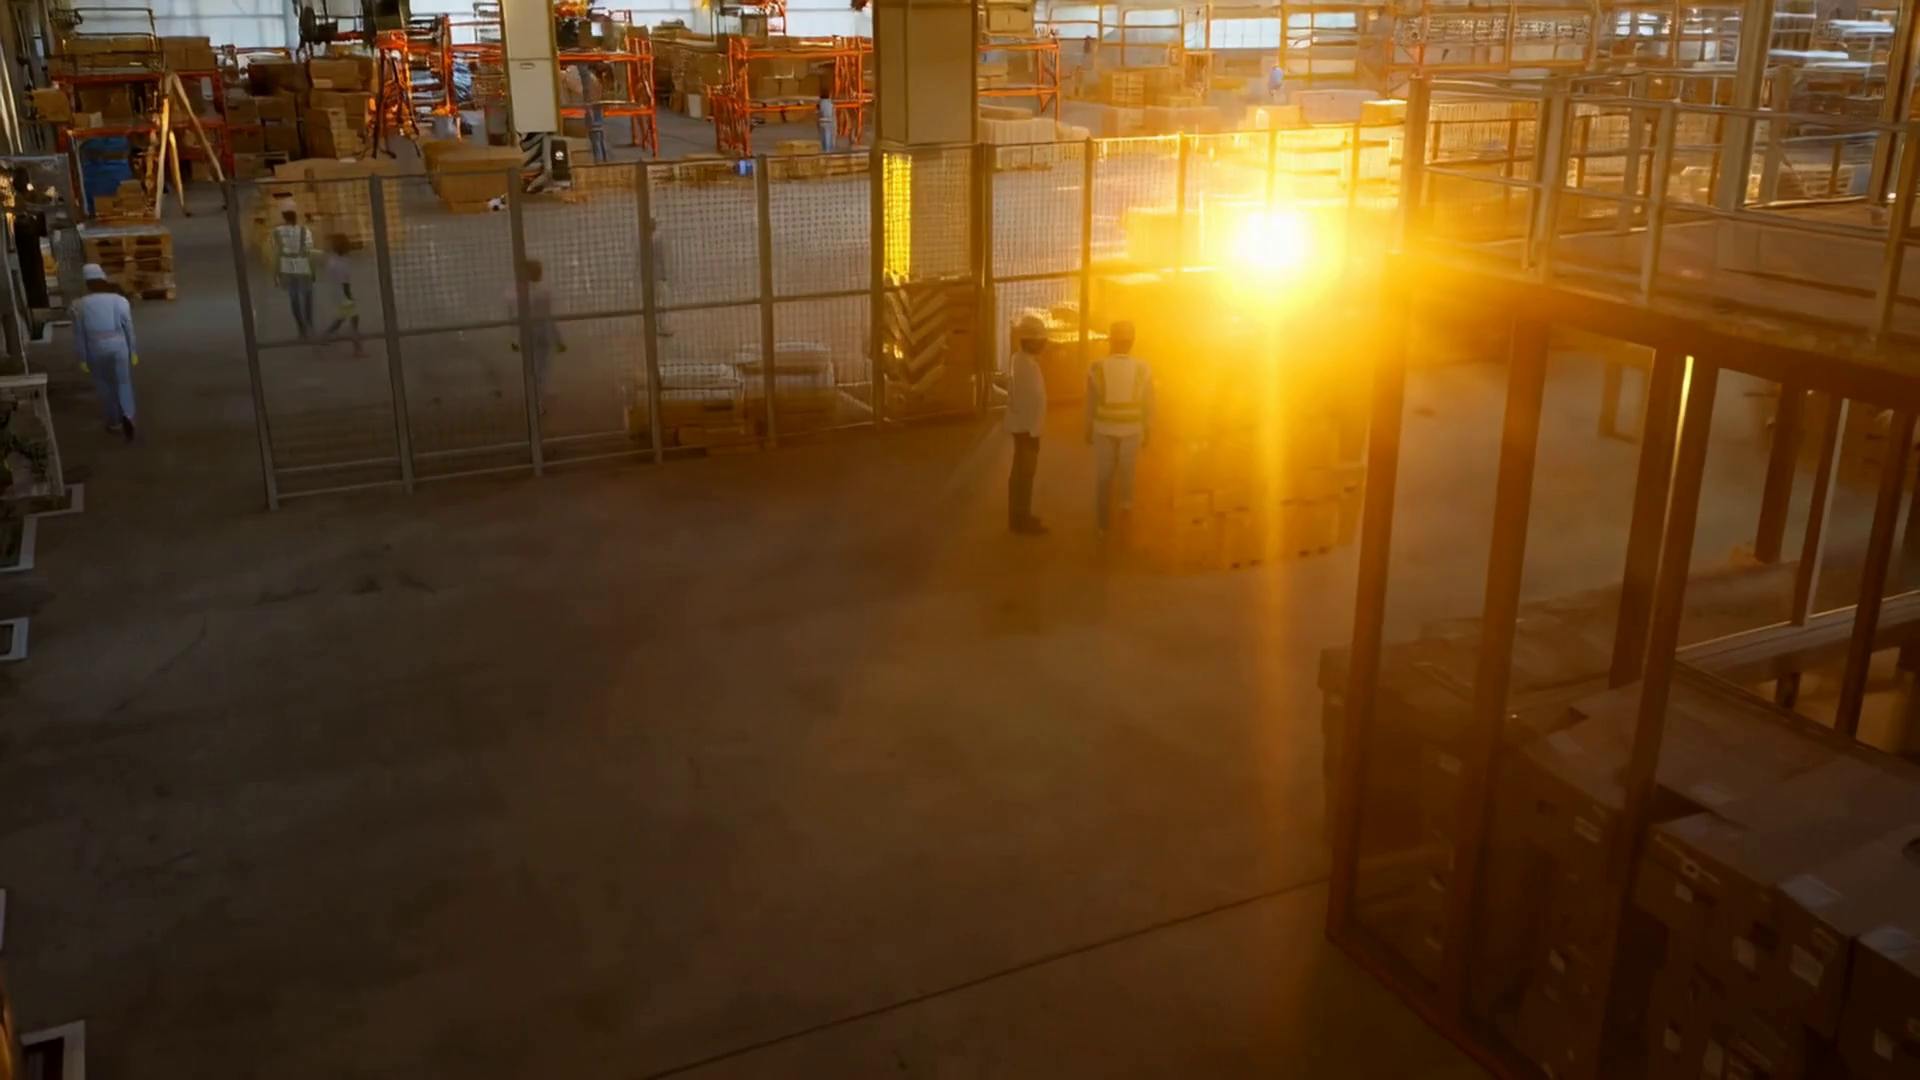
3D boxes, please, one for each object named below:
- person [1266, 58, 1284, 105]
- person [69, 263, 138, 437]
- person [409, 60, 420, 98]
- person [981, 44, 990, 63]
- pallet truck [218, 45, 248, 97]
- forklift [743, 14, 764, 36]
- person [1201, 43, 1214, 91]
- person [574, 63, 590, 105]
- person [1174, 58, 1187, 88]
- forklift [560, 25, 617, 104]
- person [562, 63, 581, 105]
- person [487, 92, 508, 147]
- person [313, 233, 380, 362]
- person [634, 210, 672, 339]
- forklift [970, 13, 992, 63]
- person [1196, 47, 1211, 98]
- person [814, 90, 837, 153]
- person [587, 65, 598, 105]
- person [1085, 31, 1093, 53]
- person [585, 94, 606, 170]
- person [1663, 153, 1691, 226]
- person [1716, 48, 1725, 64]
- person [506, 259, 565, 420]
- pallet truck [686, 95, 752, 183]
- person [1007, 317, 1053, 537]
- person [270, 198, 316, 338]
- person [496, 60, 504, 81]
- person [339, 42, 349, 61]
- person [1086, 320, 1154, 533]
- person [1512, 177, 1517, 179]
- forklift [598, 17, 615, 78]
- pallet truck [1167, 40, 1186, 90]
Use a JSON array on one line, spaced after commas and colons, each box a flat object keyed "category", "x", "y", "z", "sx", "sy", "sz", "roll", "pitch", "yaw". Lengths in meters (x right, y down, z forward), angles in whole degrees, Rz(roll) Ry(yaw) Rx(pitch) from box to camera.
[{"category": "person", "x": 10.906, "y": -15.738, "z": 57.764, "sx": 0.583, "sy": 1.899, "sz": 0.806, "roll": 14, "pitch": 24, "yaw": 36}, {"category": "person", "x": -9.285, "y": -2.059, "z": 18.104, "sx": 0.597, "sy": 1.905, "sz": 0.791, "roll": -11, "pitch": 22, "yaw": -28}, {"category": "person", "x": -20.225, "y": -16.884, "z": 61.493, "sx": 0.526, "sy": 1.636, "sz": 0.309, "roll": -6, "pitch": 20, "yaw": -17}, {"category": "person", "x": 0.982, "y": -19.823, "z": 69.665, "sx": 1.007, "sy": 1.868, "sz": 0.600, "roll": 10, "pitch": 22, "yaw": 28}, {"category": "pallet truck", "x": -28.879, "y": -18.665, "z": 66.111, "sx": 0.823, "sy": 1.965, "sz": 1.885, "roll": -3, "pitch": 19, "yaw": -9}, {"category": "forklift", "x": -9.687, "y": -23.327, "z": 78.290, "sx": 1.129, "sy": 2.768, "sz": 1.873, "roll": -9, "pitch": 21, "yaw": -25}, {"category": "person", "x": 10.229, "y": -19.532, "z": 68.716, "sx": 0.372, "sy": 1.938, "sz": 0.630, "roll": -17, "pitch": 26, "yaw": -41}, {"category": "person", "x": -13.289, "y": -15.906, "z": 58.307, "sx": 0.656, "sy": 1.879, "sz": 1.036, "roll": -17, "pitch": 25, "yaw": -40}, {"category": "person", "x": 8.307, "y": -17.411, "z": 63.003, "sx": 0.545, "sy": 1.653, "sz": 0.889, "roll": -5, "pitch": 20, "yaw": -15}, {"category": "forklift", "x": -14.056, "y": -17.891, "z": 62.534, "sx": 1.873, "sy": 2.768, "sz": 1.129, "roll": -9, "pitch": 21, "yaw": -25}, {"category": "person", "x": -13.177, "y": -15.338, "z": 56.581, "sx": 0.647, "sy": 1.919, "sz": 0.454, "roll": -13, "pitch": 23, "yaw": -33}, {"category": "person", "x": -11.538, "y": -10.184, "z": 41.557, "sx": 0.644, "sy": 1.970, "sz": 0.504, "roll": 9, "pitch": 21, "yaw": 25}, {"category": "person", "x": -8.076, "y": -3.153, "z": 21.640, "sx": 0.786, "sy": 1.671, "sz": 0.536, "roll": -10, "pitch": 21, "yaw": -26}, {"category": "person", "x": -4.260, "y": -3.669, "z": 22.992, "sx": 0.530, "sy": 1.765, "sz": 0.326, "roll": 15, "pitch": 24, "yaw": 36}, {"category": "forklift", "x": 0.689, "y": -23.842, "z": 79.785, "sx": 1.129, "sy": 2.768, "sz": 1.873, "roll": -9, "pitch": 21, "yaw": -25}, {"category": "person", "x": 9.540, "y": -18.278, "z": 65.085, "sx": 0.612, "sy": 1.931, "sz": 0.878, "roll": -9, "pitch": 21, "yaw": -25}, {"category": "person", "x": -3.552, "y": -10.938, "z": 43.954, "sx": 0.623, "sy": 1.838, "sz": 0.430, "roll": -6, "pitch": 20, "yaw": -18}, {"category": "person", "x": -12.393, "y": -15.048, "z": 55.900, "sx": 0.572, "sy": 1.814, "sz": 0.535, "roll": 10, "pitch": 22, "yaw": 28}, {"category": "person", "x": 6.175, "y": -23.527, "z": 80.235, "sx": 0.581, "sy": 1.973, "sz": 0.634, "roll": -8, "pitch": 21, "yaw": -23}, {"category": "person", "x": -9.217, "y": -10.338, "z": 42.153, "sx": 0.350, "sy": 1.879, "sz": 0.578, "roll": 17, "pitch": 25, "yaw": 40}, {"category": "person", "x": 11.939, "y": -5.480, "z": 27.921, "sx": 0.610, "sy": 1.986, "sz": 1.061, "roll": -17, "pitch": 25, "yaw": -40}, {"category": "person", "x": 32.804, "y": -20.428, "z": 71.839, "sx": 0.558, "sy": 1.578, "sz": 0.878, "roll": -15, "pitch": 24, "yaw": -36}, {"category": "person", "x": -4.739, "y": -2.292, "z": 18.930, "sx": 0.643, "sy": 1.815, "sz": 0.793, "roll": 14, "pitch": 23, "yaw": 34}, {"category": "pallet truck", "x": -5.836, "y": -9.608, "z": 39.856, "sx": 0.823, "sy": 1.965, "sz": 1.885, "roll": 10, "pitch": 22, "yaw": 27}, {"category": "person", "x": 0.625, "y": -1.026, "z": 14.982, "sx": 0.395, "sy": 1.992, "sz": 0.622, "roll": -4, "pitch": 19, "yaw": -10}, {"category": "person", "x": -9.160, "y": -3.732, "z": 22.930, "sx": 0.542, "sy": 1.925, "sz": 0.465, "roll": -4, "pitch": 19, "yaw": -12}, {"category": "person", "x": -16.486, "y": -16.464, "z": 60.162, "sx": 0.503, "sy": 1.697, "sz": 0.870, "roll": -15, "pitch": 24, "yaw": -37}, {"category": "person", "x": -26.701, "y": -20.782, "z": 72.370, "sx": 0.549, "sy": 1.914, "sz": 0.569, "roll": -15, "pitch": 24, "yaw": -37}, {"category": "person", "x": 1.439, "y": -1.020, "z": 15.039, "sx": 0.609, "sy": 1.943, "sz": 0.402, "roll": 2, "pitch": 19, "yaw": 5}, {"category": "person", "x": 8.476, "y": -4.675, "z": 25.749, "sx": 0.531, "sy": 1.870, "sz": 0.318, "roll": -6, "pitch": 20, "yaw": -16}, {"category": "forklift", "x": -15.443, "y": -21.475, "z": 72.921, "sx": 1.873, "sy": 2.768, "sz": 1.129, "roll": -11, "pitch": 22, "yaw": -28}, {"category": "pallet truck", "x": 9.045, "y": -19.971, "z": 69.895, "sx": 0.823, "sy": 1.965, "sz": 1.885, "roll": -3, "pitch": 19, "yaw": -8}]
